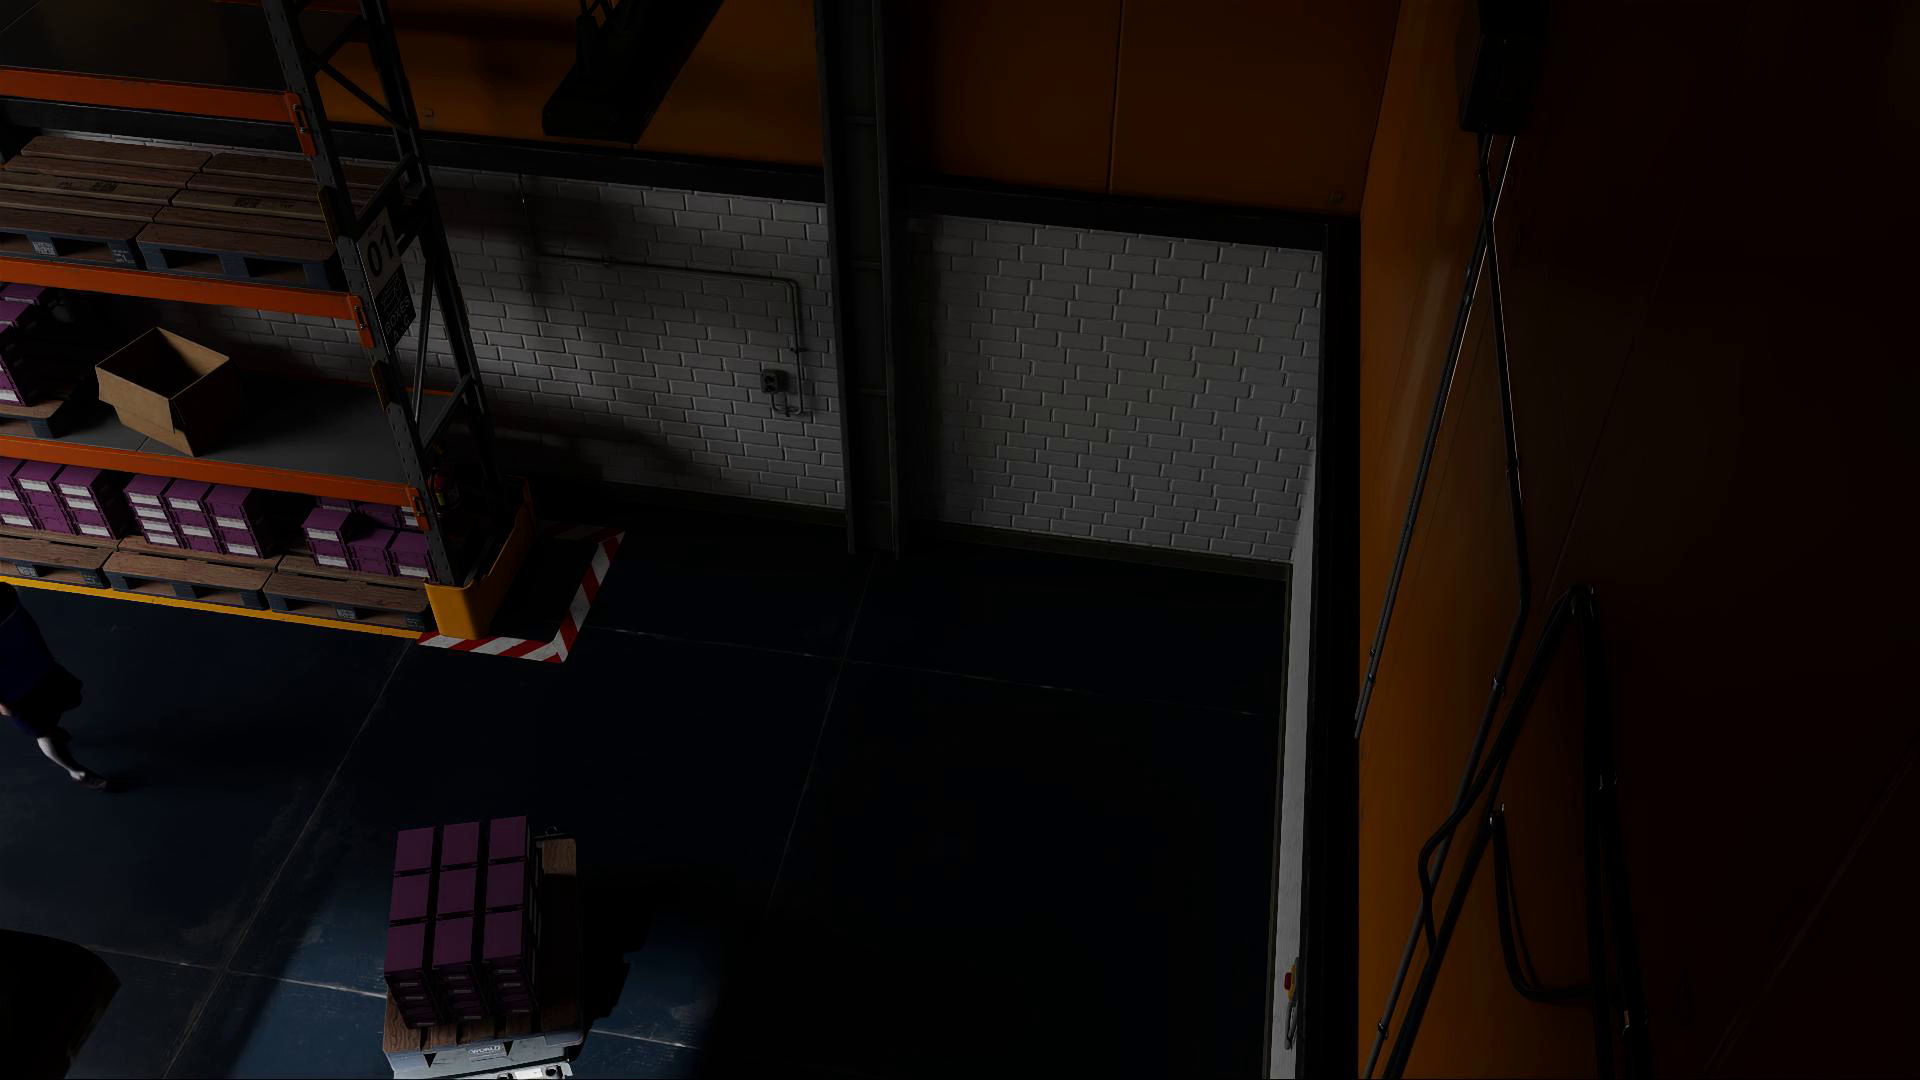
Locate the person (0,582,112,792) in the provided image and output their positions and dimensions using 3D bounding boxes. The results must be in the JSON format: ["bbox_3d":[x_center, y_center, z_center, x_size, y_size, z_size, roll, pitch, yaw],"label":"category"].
[{"bbox_3d":[-5.745,0.822,10.093,0.914,1.829,0.713,10,44,10],"label":"person"}]
